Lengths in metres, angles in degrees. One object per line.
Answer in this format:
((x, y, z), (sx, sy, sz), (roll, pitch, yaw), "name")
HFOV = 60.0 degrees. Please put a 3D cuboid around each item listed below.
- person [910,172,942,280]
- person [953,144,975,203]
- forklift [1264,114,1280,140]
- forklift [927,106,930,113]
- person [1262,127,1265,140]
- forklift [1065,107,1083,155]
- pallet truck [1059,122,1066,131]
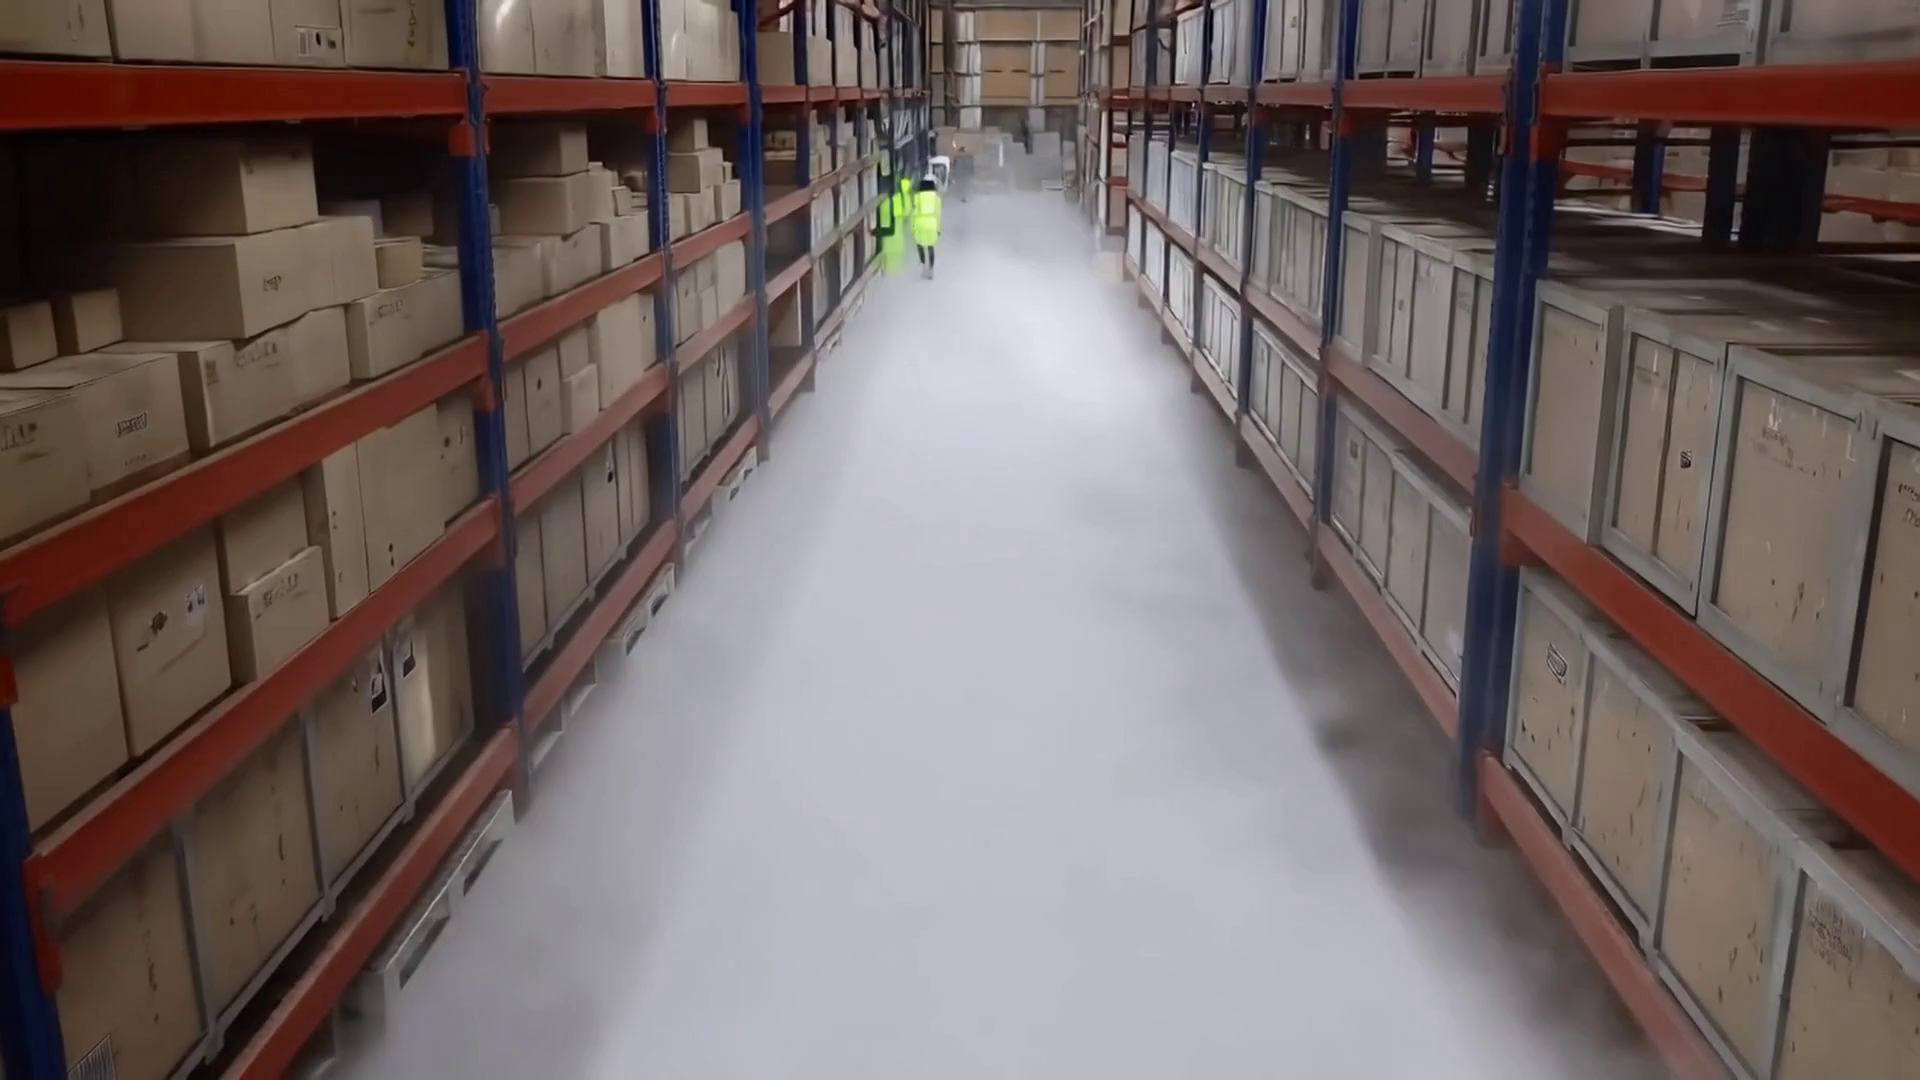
((-0.630, -5.924, 31.470), (0.670, 2.016, 0.435), (-4, 16, -16), "person")
((0.107, -11.843, 53.787), (0.676, 1.852, 0.976), (-5, 16, -17), "person")
((11.024, -13.976, 59.790), (1.129, 2.768, 1.873), (0, 15, 2), "forklift")
((-2.001, -20.667, 84.687), (1.129, 2.768, 1.873), (0, 15, 2), "forklift")
((14.315, -18.834, 79.714), (0.585, 1.907, 0.728), (-7, 17, -26), "person")
((5.345, -18.608, 77.027), (1.129, 2.768, 1.873), (-7, 17, -24), "forklift")
((5.788, -21.111, 88.014), (1.885, 1.965, 0.823), (5, 16, 18), "pallet truck")
